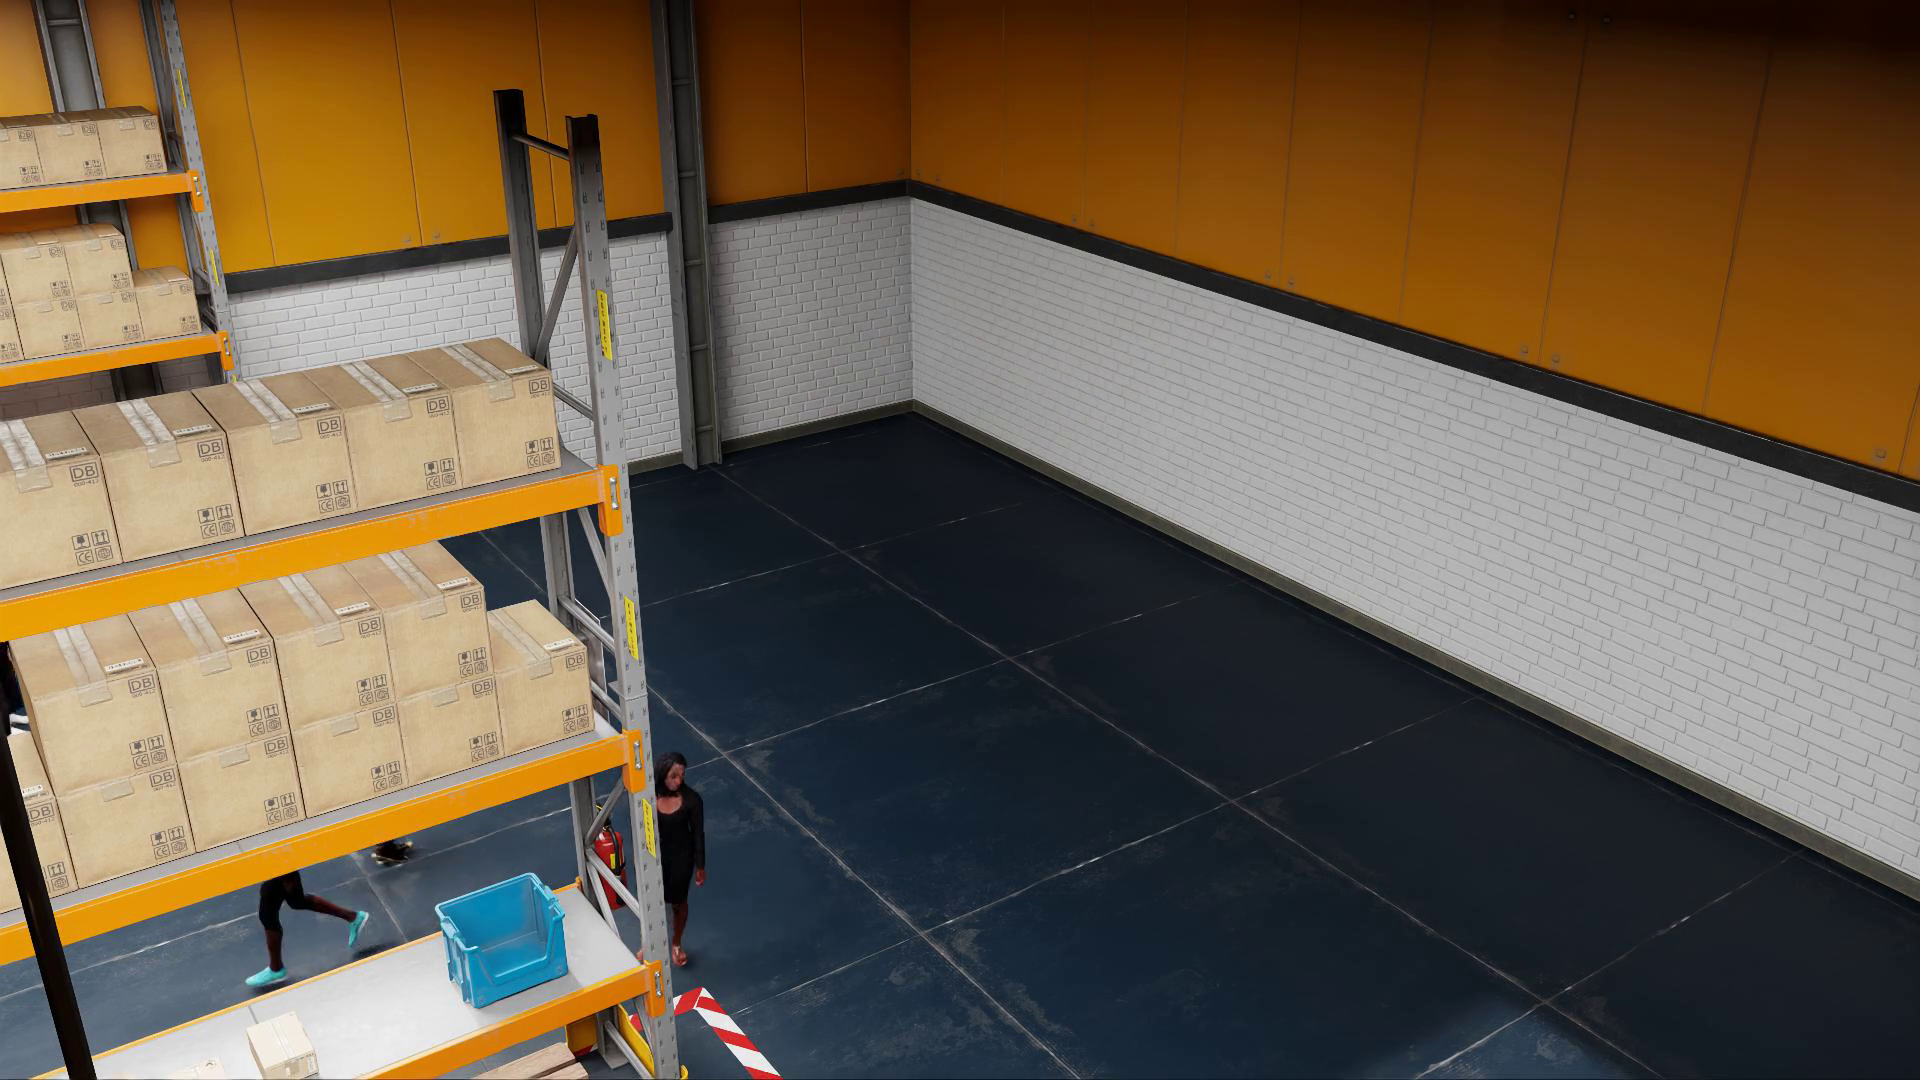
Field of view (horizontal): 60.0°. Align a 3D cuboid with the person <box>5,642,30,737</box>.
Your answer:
[{"bbox_3d":[-8.199,0.885,14.044,0.694,1.638,0.699,-4,24,-8],"label":"person"}]

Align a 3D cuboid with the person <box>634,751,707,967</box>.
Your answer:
[{"bbox_3d":[-1.966,2.136,11.124,0.720,1.684,0.841,3,24,6],"label":"person"}]
